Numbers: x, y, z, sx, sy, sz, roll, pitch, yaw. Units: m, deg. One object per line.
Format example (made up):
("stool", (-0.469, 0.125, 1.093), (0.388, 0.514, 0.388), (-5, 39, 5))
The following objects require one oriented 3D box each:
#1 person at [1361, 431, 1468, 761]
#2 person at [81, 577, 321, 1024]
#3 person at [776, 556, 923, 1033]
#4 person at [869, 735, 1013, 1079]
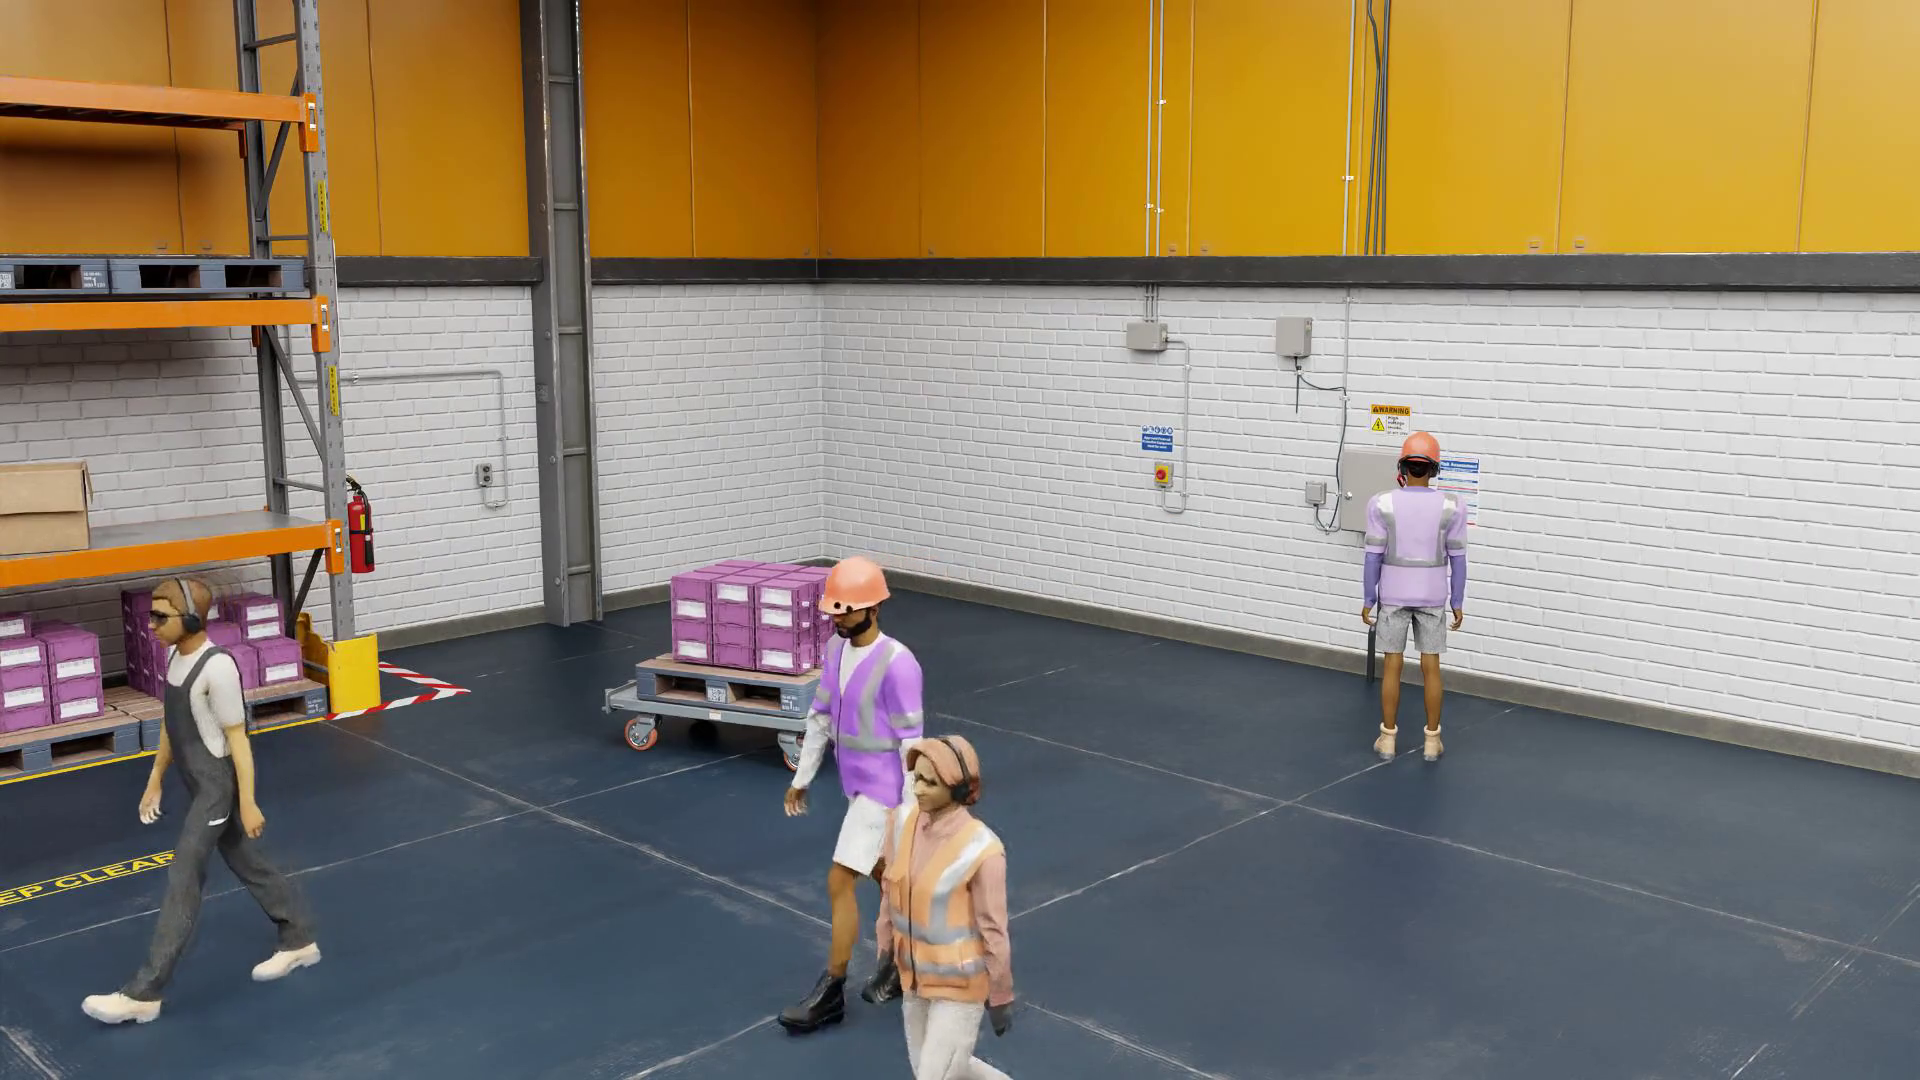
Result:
("person", (2.802, 0.346, 10.293), (0.616, 2.041, 0.382), (2, 9, 11))
("person", (-3.137, 1.031, 6.864), (0.984, 1.789, 0.524), (-8, 12, -39))
("person", (-0.466, 1.004, 6.678), (0.867, 1.897, 0.566), (-5, 11, -29))
("person", (0.006, 1.378, 5.271), (0.697, 1.617, 0.504), (-7, 12, -37))
